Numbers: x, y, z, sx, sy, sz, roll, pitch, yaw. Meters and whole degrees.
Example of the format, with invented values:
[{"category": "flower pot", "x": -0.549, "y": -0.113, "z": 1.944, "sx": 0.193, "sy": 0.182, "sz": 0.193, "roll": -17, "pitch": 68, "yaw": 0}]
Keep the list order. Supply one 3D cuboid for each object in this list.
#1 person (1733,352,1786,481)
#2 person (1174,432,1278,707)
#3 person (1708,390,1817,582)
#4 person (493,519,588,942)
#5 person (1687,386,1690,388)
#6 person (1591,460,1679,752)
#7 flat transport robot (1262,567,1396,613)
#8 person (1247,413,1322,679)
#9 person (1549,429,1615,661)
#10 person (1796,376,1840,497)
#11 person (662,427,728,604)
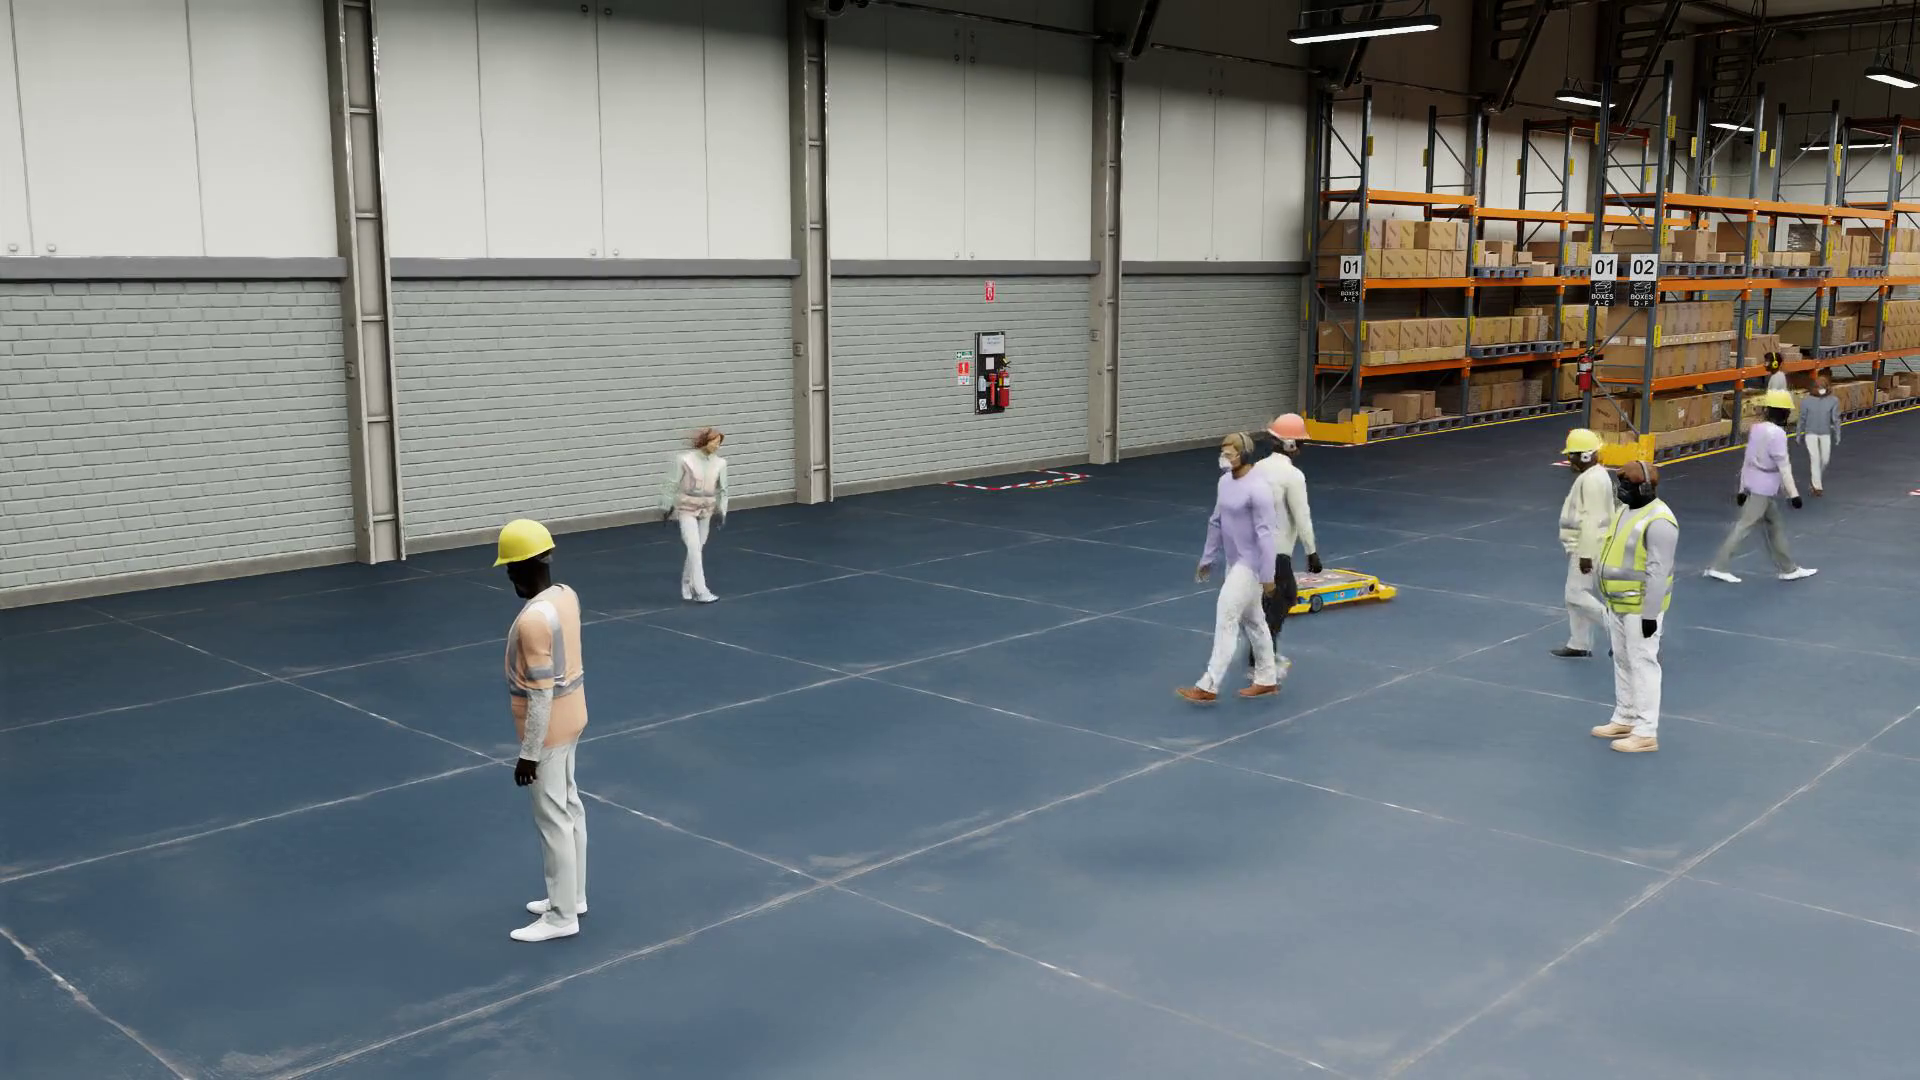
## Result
[{"category": "person", "x": 11.429, "y": -1.750, "z": 23.645, "sx": 0.804, "sy": 1.838, "sz": 0.555, "roll": 5, "pitch": 10, "yaw": 26}, {"category": "person", "x": 1.846, "y": 0.202, "z": 11.534, "sx": 0.923, "sy": 1.899, "sz": 0.645, "roll": -2, "pitch": 9, "yaw": -11}, {"category": "person", "x": 7.739, "y": -0.508, "z": 15.976, "sx": 1.042, "sy": 1.869, "sz": 0.594, "roll": 1, "pitch": 9, "yaw": 8}, {"category": "person", "x": -1.888, "y": 0.855, "z": 7.518, "sx": 0.382, "sy": 1.917, "sz": 0.585, "roll": 0, "pitch": 9, "yaw": 1}, {"category": "person", "x": 13.183, "y": -2.794, "z": 30.613, "sx": 0.286, "sy": 1.636, "sz": 0.500, "roll": -9, "pitch": 13, "yaw": -44}, {"category": "person", "x": 4.252, "y": 0.408, "z": 10.502, "sx": 0.429, "sy": 1.835, "sz": 0.630, "roll": 0, "pitch": 9, "yaw": -1}, {"category": "flat transport robot", "x": 3.211, "y": 0.443, "z": 15.037, "sx": 1.431, "sy": 0.197, "sz": 0.652, "roll": -7, "pitch": 11, "yaw": -35}, {"category": "person", "x": 2.364, "y": 0.057, "z": 12.220, "sx": 0.574, "sy": 1.969, "sz": 0.609, "roll": -2, "pitch": 10, "yaw": -12}, {"category": "person", "x": 4.843, "y": 0.060, "z": 12.711, "sx": 0.591, "sy": 1.806, "sz": 0.615, "roll": 4, "pitch": 10, "yaw": 22}, {"category": "person", "x": 11.456, "y": -1.389, "z": 22.184, "sx": 0.543, "sy": 1.594, "sz": 0.606, "roll": 1, "pitch": 9, "yaw": 7}, {"category": "person", "x": -2.348, "y": -0.214, "z": 15.009, "sx": 0.572, "sy": 1.588, "sz": 0.764, "roll": -8, "pitch": 12, "yaw": -39}]
